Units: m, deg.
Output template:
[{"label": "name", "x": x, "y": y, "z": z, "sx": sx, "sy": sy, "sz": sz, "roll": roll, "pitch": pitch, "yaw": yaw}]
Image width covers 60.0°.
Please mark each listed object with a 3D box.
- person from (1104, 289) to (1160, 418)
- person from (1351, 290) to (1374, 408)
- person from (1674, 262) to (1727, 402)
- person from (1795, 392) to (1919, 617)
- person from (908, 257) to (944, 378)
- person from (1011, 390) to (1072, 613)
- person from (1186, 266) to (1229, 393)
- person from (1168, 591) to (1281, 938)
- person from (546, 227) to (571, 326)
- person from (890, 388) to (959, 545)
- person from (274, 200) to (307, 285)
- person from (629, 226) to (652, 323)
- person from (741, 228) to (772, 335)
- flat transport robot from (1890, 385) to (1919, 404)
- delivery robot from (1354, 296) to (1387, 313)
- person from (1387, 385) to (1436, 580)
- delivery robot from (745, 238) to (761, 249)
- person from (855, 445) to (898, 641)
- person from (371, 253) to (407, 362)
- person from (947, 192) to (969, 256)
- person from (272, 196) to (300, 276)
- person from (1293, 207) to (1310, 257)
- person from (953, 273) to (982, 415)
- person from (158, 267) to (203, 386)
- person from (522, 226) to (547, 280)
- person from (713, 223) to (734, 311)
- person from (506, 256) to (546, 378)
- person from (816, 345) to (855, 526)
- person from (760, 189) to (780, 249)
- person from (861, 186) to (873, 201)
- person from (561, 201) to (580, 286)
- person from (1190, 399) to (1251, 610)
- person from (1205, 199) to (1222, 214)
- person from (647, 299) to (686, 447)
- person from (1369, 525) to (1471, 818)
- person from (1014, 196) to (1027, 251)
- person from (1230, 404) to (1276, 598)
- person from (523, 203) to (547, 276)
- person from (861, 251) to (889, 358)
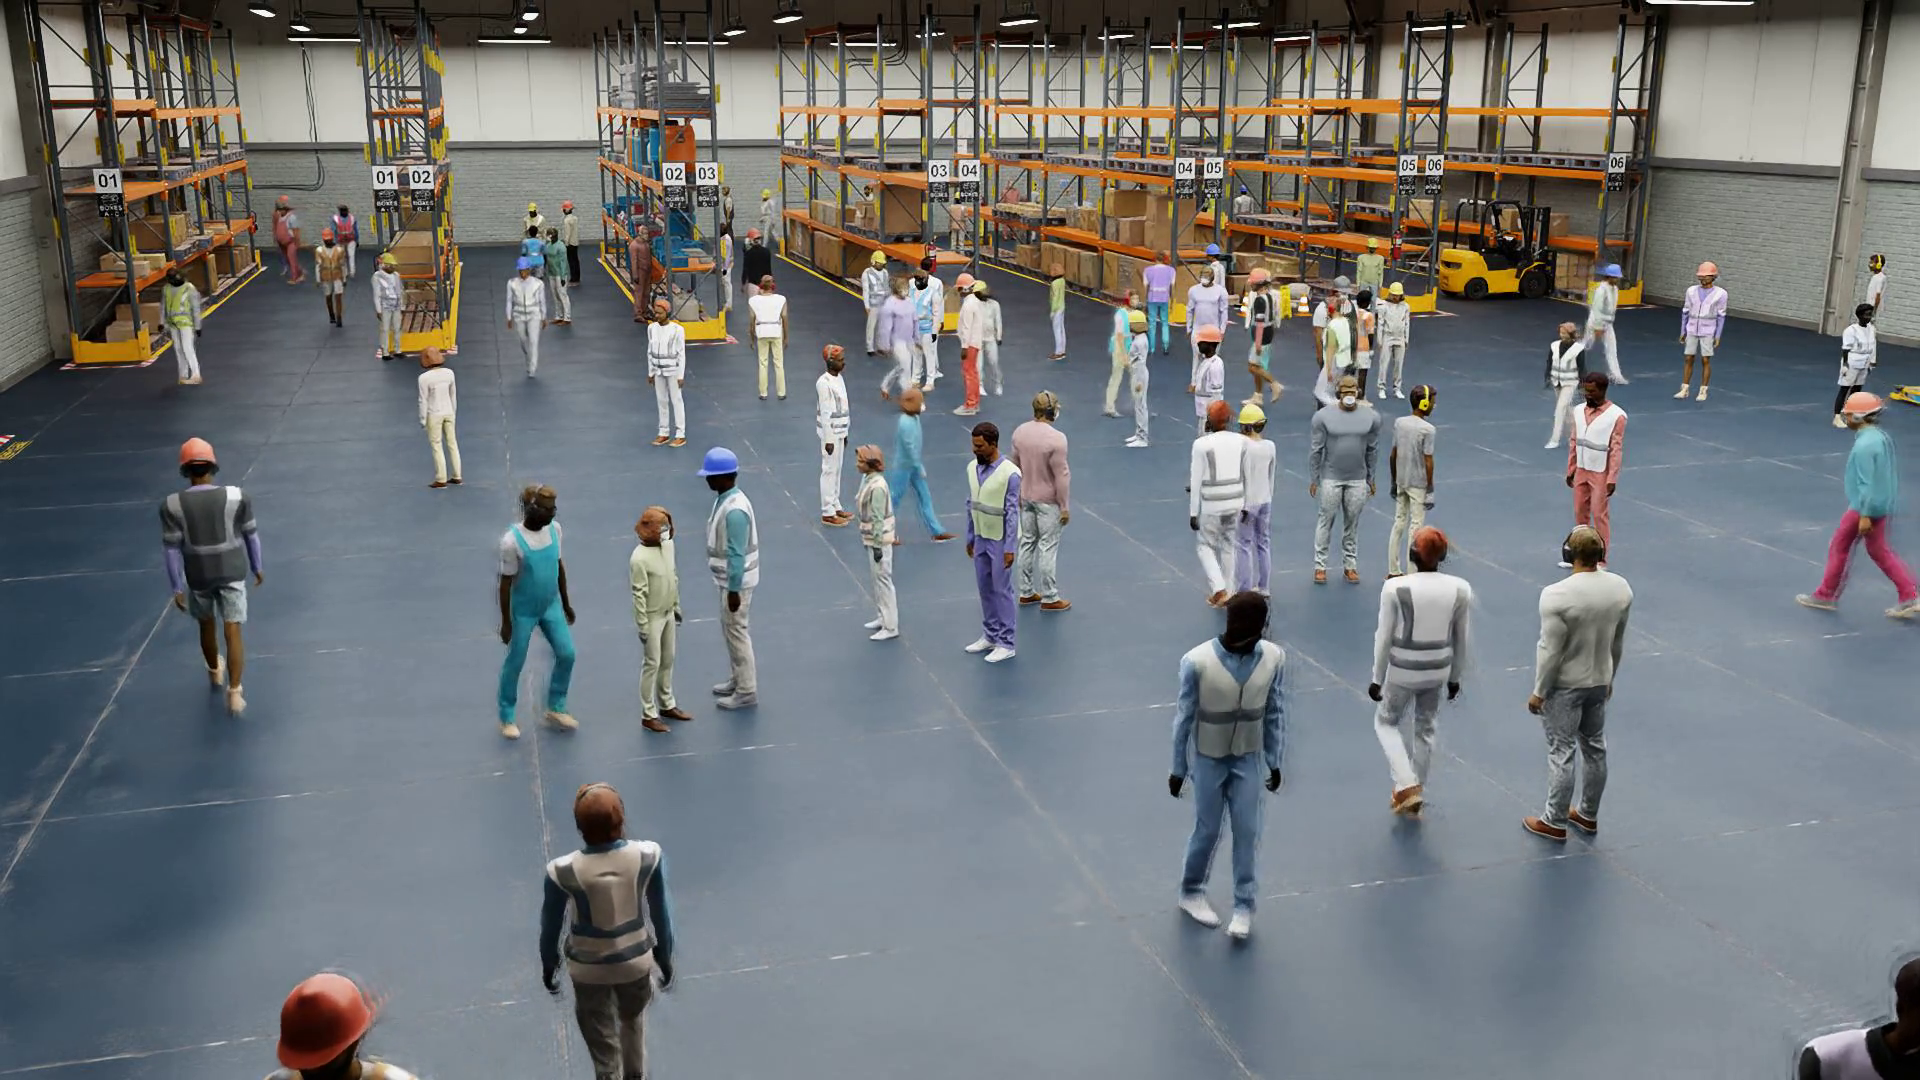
[{"label": "person", "x": 2.378, "y": -2.549, "z": 22.986, "sx": 0.883, "sy": 1.805, "sz": 0.585, "roll": 10, "pitch": 18, "yaw": 33}, {"label": "person", "x": 5.766, "y": -2.751, "z": 23.957, "sx": 0.319, "sy": 1.693, "sz": 0.532, "roll": -9, "pitch": 17, "yaw": -29}, {"label": "person", "x": 10.880, "y": -3.053, "z": 24.422, "sx": 0.605, "sy": 2.044, "sz": 0.375, "roll": 14, "pitch": 20, "yaw": 42}, {"label": "person", "x": 7.852, "y": -0.292, "z": 14.246, "sx": 0.961, "sy": 1.943, "sz": 0.645, "roll": 13, "pitch": 20, "yaw": 40}, {"label": "person", "x": -0.534, "y": -3.524, "z": 26.433, "sx": 0.591, "sy": 1.919, "sz": 0.392, "roll": 5, "pitch": 16, "yaw": 18}, {"label": "person", "x": 0.716, "y": -0.334, "z": 14.388, "sx": 0.362, "sy": 1.939, "sz": 0.636, "roll": -13, "pitch": 20, "yaw": -40}, {"label": "person", "x": 3.697, "y": -3.154, "z": 25.003, "sx": 0.635, "sy": 1.936, "sz": 0.352, "roll": 7, "pitch": 16, "yaw": 25}, {"label": "person", "x": 1.432, "y": 1.183, "z": 8.811, "sx": 0.635, "sy": 1.874, "sz": 0.657, "roll": -5, "pitch": 16, "yaw": -18}, {"label": "person", "x": -7.884, "y": -5.159, "z": 32.576, "sx": 0.379, "sy": 1.931, "sz": 0.625, "roll": -13, "pitch": 20, "yaw": -41}, {"label": "person", "x": -0.423, "y": -0.704, "z": 16.437, "sx": 0.817, "sy": 1.595, "sz": 0.494, "roll": 5, "pitch": 16, "yaw": 17}, {"label": "person", "x": -16.078, "y": -7.189, "z": 39.990, "sx": 0.748, "sy": 2.000, "sz": 0.725, "roll": 11, "pitch": 18, "yaw": 35}, {"label": "person", "x": -6.312, "y": -5.290, "z": 33.133, "sx": 0.401, "sy": 1.895, "sz": 0.655, "roll": 5, "pitch": 16, "yaw": 17}, {"label": "person", "x": -3.828, "y": -4.860, "z": 31.329, "sx": 0.400, "sy": 1.989, "sz": 0.630, "roll": 14, "pitch": 21, "yaw": 43}, {"label": "flat transport robot", "x": 14.176, "y": -2.029, "z": 23.964, "sx": 0.652, "sy": 0.197, "sz": 1.431, "roll": -1, "pitch": 15, "yaw": -5}, {"label": "delivery robot", "x": 8.242, "y": -4.699, "z": 33.286, "sx": 0.707, "sy": 0.478, "sz": 0.477, "roll": -5, "pitch": 16, "yaw": -19}, {"label": "person", "x": 4.113, "y": -0.483, "z": 15.099, "sx": 0.335, "sy": 1.865, "sz": 0.521, "roll": -8, "pitch": 17, "yaw": -27}, {"label": "delivery robot", "x": -5.984, "y": -8.626, "z": 48.064, "sx": 0.477, "sy": 0.478, "sz": 0.707, "roll": 1, "pitch": 15, "yaw": 4}, {"label": "person", "x": -0.688, "y": 0.013, "z": 13.703, "sx": 0.343, "sy": 1.625, "sz": 0.521, "roll": -3, "pitch": 15, "yaw": -11}, {"label": "person", "x": -9.674, "y": -3.952, "z": 28.211, "sx": 0.403, "sy": 1.829, "sz": 0.599, "roll": 7, "pitch": 17, "yaw": 26}, {"label": "person", "x": -0.043, "y": -8.337, "z": 44.526, "sx": 0.588, "sy": 1.927, "sz": 0.370, "roll": 5, "pitch": 16, "yaw": 19}, {"label": "person", "x": -16.963, "y": -7.654, "z": 41.862, "sx": 0.662, "sy": 1.980, "sz": 0.391, "roll": -2, "pitch": 15, "yaw": -9}, {"label": "person", "x": 8.853, "y": -7.844, "z": 42.999, "sx": 0.343, "sy": 1.760, "sz": 0.530, "roll": -11, "pitch": 18, "yaw": -35}, {"label": "person", "x": 0.113, "y": -2.759, "z": 23.440, "sx": 0.411, "sy": 1.980, "sz": 0.631, "roll": 3, "pitch": 15, "yaw": 10}, {"label": "person", "x": -12.115, "y": -3.320, "z": 25.859, "sx": 0.627, "sy": 1.826, "sz": 0.540, "roll": 7, "pitch": 17, "yaw": 25}, {"label": "person", "x": -9.256, "y": -5.995, "z": 36.207, "sx": 0.550, "sy": 1.653, "sz": 0.850, "roll": -5, "pitch": 16, "yaw": -19}, {"label": "person", "x": -4.959, "y": -5.723, "z": 34.867, "sx": 0.429, "sy": 1.838, "sz": 0.621, "roll": -4, "pitch": 15, "yaw": -14}, {"label": "person", "x": -6.961, "y": -3.603, "z": 26.741, "sx": 0.621, "sy": 1.922, "sz": 0.836, "roll": -1, "pitch": 15, "yaw": -4}, {"label": "person", "x": -1.309, "y": -1.094, "z": 17.359, "sx": 0.355, "sy": 1.882, "sz": 0.575, "roll": 3, "pitch": 15, "yaw": 10}, {"label": "person", "x": -5.568, "y": -9.408, "z": 48.855, "sx": 0.794, "sy": 1.783, "sz": 0.665, "roll": -9, "pitch": 17, "yaw": -31}, {"label": "person", "x": -2.718, "y": -9.540, "z": 49.193, "sx": 0.509, "sy": 1.862, "sz": 0.325, "roll": 8, "pitch": 17, "yaw": 28}, {"label": "person", "x": -9.238, "y": -7.028, "z": 39.468, "sx": 0.376, "sy": 1.997, "sz": 0.612, "roll": 2, "pitch": 15, "yaw": 8}, {"label": "person", "x": 2.250, "y": -0.282, "z": 14.330, "sx": 0.624, "sy": 1.865, "sz": 0.461, "roll": -6, "pitch": 16, "yaw": -20}, {"label": "person", "x": 7.816, "y": -10.049, "z": 51.431, "sx": 0.536, "sy": 1.692, "sz": 0.319, "roll": -1, "pitch": 15, "yaw": -3}, {"label": "person", "x": -3.751, "y": -2.133, "z": 21.273, "sx": 0.573, "sy": 1.880, "sz": 0.359, "roll": 8, "pitch": 17, "yaw": 28}, {"label": "person", "x": 2.795, "y": 0.820, "z": 10.167, "sx": 0.599, "sy": 1.873, "sz": 0.424, "roll": -2, "pitch": 15, "yaw": -8}, {"label": "person", "x": 1.842, "y": -9.174, "z": 48.324, "sx": 0.526, "sy": 1.594, "sz": 0.852, "roll": -4, "pitch": 15, "yaw": -15}, {"label": "person", "x": 2.563, "y": -0.323, "z": 14.694, "sx": 0.528, "sy": 1.759, "sz": 0.336, "roll": -13, "pitch": 20, "yaw": -40}, {"label": "person", "x": -10.637, "y": -7.514, "z": 41.635, "sx": 0.598, "sy": 1.824, "sz": 0.403, "roll": 2, "pitch": 15, "yaw": 8}, {"label": "person", "x": -1.421, "y": -4.064, "z": 28.647, "sx": 0.403, "sy": 1.824, "sz": 0.586, "roll": 13, "pitch": 20, "yaw": 40}]
